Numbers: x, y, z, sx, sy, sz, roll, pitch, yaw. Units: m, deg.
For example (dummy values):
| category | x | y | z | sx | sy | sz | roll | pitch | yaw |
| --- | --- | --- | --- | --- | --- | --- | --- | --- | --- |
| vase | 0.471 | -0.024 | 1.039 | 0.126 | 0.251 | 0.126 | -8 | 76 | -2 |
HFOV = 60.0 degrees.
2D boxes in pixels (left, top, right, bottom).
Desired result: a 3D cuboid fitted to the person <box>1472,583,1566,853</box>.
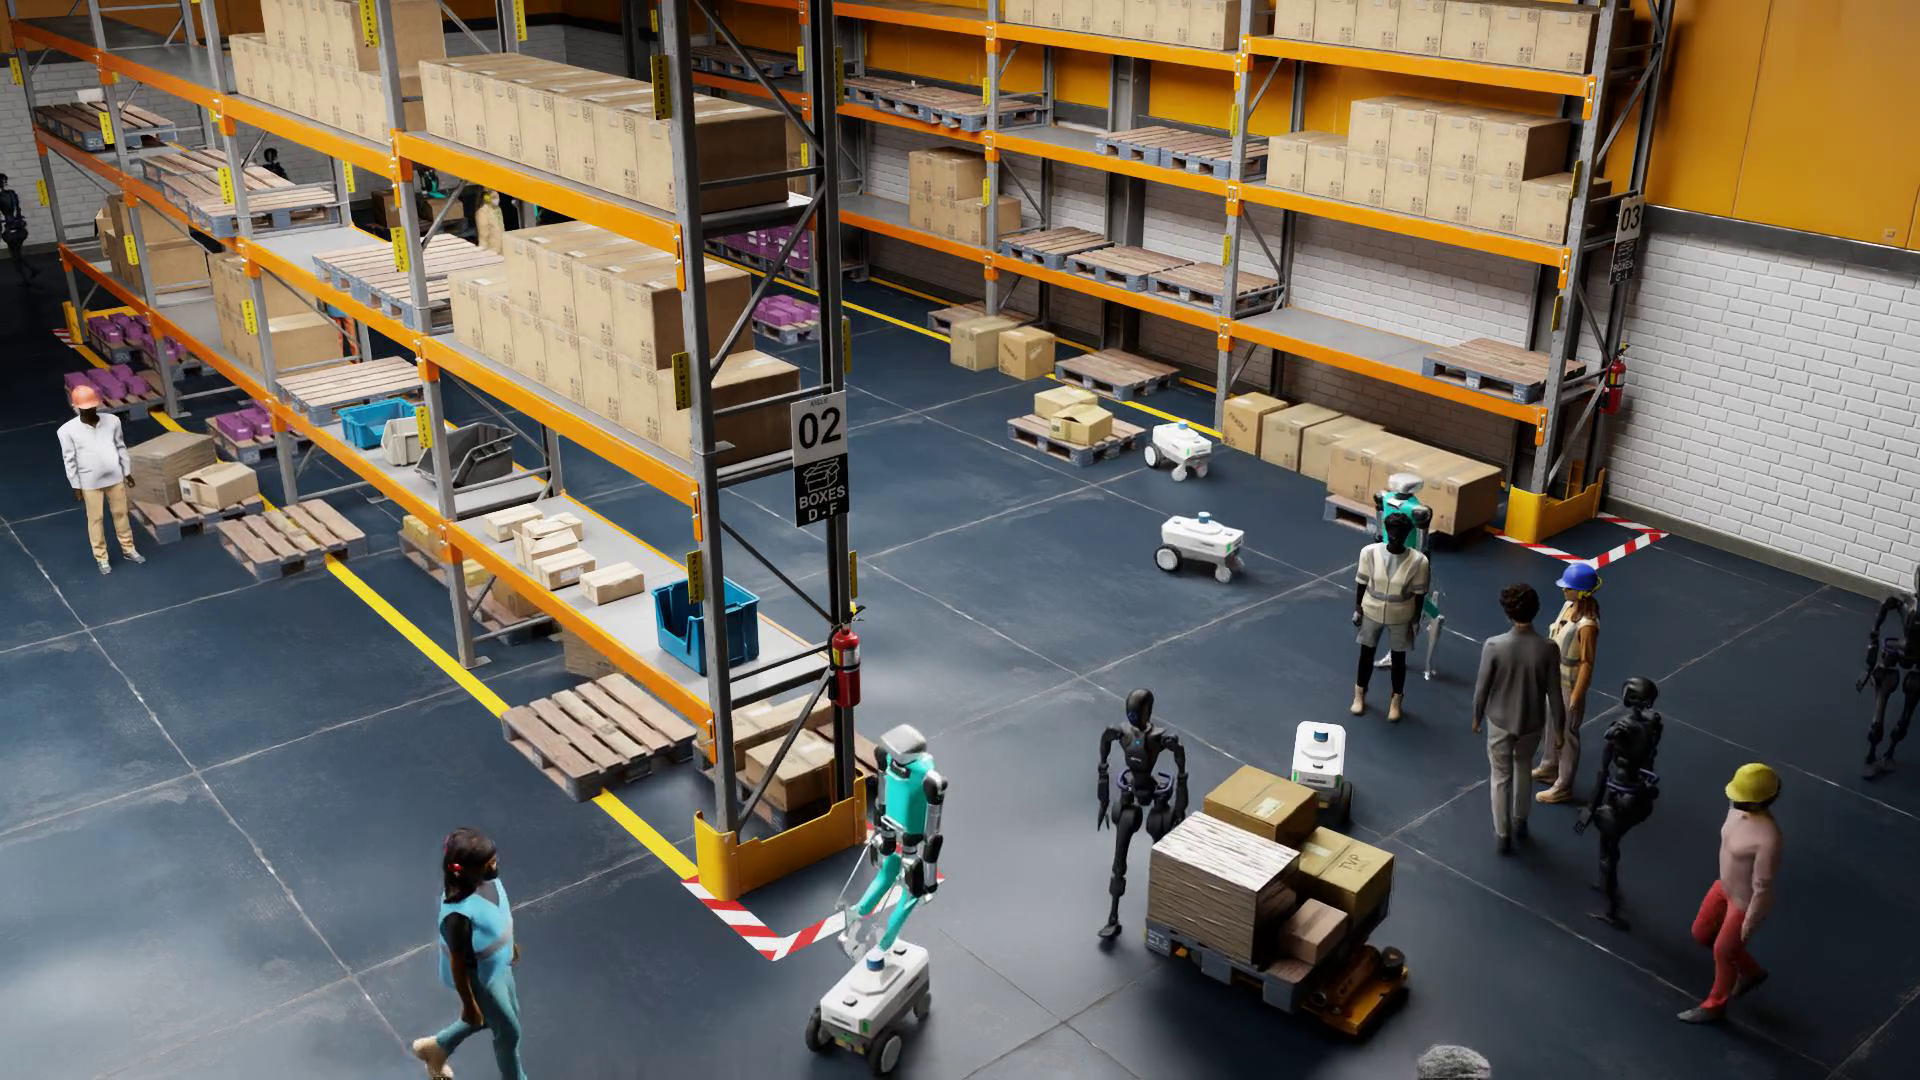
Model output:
| category | x | y | z | sx | sy | sz | roll | pitch | yaw |
| --- | --- | --- | --- | --- | --- | --- | --- | --- | --- |
| person | 3.674 | 1.151 | 10.955 | 0.597 | 1.871 | 0.582 | 4 | 24 | 10 |

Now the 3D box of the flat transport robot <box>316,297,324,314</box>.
| category | x | y | z | sx | sy | sz | roll | pitch | yaw |
| --- | --- | --- | --- | --- | --- | --- | --- | --- | --- |
| flat transport robot | -9.075 | -3.234 | 23.133 | 1.431 | 0.231 | 0.659 | 4 | 24 | 10 |

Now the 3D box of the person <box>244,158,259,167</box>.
| category | x | y | z | sx | sy | sz | roll | pitch | yaw |
| --- | --- | --- | --- | --- | --- | --- | --- | --- | --- |
| person | -10.325 | -4.660 | 24.401 | 0.648 | 1.882 | 0.716 | 12 | 26 | 25 |

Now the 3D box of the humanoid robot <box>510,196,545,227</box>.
| category | x | y | z | sx | sy | sz | roll | pitch | yaw |
| --- | --- | --- | --- | --- | --- | --- | --- | --- | --- |
| humanoid robot | -6.749 | -5.410 | 26.381 | 0.953 | 1.801 | 0.595 | 21 | 31 | 40 |

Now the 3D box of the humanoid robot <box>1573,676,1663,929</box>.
| category | x | y | z | sx | sy | sz | roll | pitch | yaw |
| --- | --- | --- | --- | --- | --- | --- | --- | --- | --- |
| humanoid robot | 4.032 | 1.584 | 10.206 | 0.590 | 1.652 | 0.477 | -15 | 28 | -32 |

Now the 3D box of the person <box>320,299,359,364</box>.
| category | x | y | z | sx | sy | sz | roll | pitch | yaw |
| --- | --- | --- | --- | --- | --- | --- | --- | --- | --- |
| person | -7.476 | -2.756 | 20.137 | 0.492 | 1.766 | 0.323 | 2 | 23 | 3 |

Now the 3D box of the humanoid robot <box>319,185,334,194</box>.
| category | x | y | z | sx | sy | sz | roll | pitch | yaw |
| --- | --- | --- | --- | --- | --- | --- | --- | --- | --- |
| humanoid robot | -8.997 | -4.061 | 23.265 | 0.807 | 1.828 | 0.532 | -7 | 24 | -16 |

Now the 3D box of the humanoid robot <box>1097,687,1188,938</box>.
| category | x | y | z | sx | sy | sz | roll | pitch | yaw |
| --- | --- | --- | --- | --- | --- | --- | --- | --- | --- |
| humanoid robot | 1.134 | 1.628 | 10.177 | 0.608 | 1.624 | 0.835 | 8 | 25 | 19 |

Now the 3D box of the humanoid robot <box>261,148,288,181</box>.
| category | x | y | z | sx | sy | sz | roll | pitch | yaw |
| --- | --- | --- | --- | --- | --- | --- | --- | --- | --- |
| humanoid robot | -10.781 | -5.367 | 26.293 | 0.599 | 1.641 | 0.397 | 11 | 26 | 24 |

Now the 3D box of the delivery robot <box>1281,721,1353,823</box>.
| category | x | y | z | sx | sy | sz | roll | pitch | yaw |
| --- | --- | --- | --- | --- | --- | --- | --- | --- | --- |
| delivery robot | 2.500 | 1.577 | 11.613 | 0.499 | 0.581 | 0.774 | 6 | 24 | 13 |

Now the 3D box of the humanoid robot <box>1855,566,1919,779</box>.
| category | x | y | z | sx | sy | sz | roll | pitch | yaw |
| --- | --- | --- | --- | --- | --- | --- | --- | --- | --- |
| humanoid robot | 6.687 | 0.925 | 11.740 | 0.586 | 1.642 | 0.533 | 8 | 25 | 18 |

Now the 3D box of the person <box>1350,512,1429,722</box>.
| category | x | y | z | sx | sy | sz | roll | pitch | yaw |
| --- | --- | --- | --- | --- | --- | --- | --- | --- | --- |
| person | 3.224 | 0.565 | 12.539 | 0.533 | 1.693 | 0.320 | 10 | 25 | 22 |

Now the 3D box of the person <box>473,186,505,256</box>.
| category | x | y | z | sx | sy | sz | roll | pitch | yaw |
| --- | --- | --- | --- | --- | --- | --- | --- | --- | --- |
| person | -6.411 | -3.936 | 22.782 | 0.540 | 1.881 | 0.580 | 5 | 24 | 11 |

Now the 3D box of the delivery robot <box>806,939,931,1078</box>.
| category | x | y | z | sx | sy | sz | roll | pitch | yaw |
| --- | --- | --- | --- | --- | --- | --- | --- | --- | --- |
| delivery robot | -0.474 | 2.570 | 9.321 | 0.499 | 0.587 | 0.789 | 13 | 27 | 27 |

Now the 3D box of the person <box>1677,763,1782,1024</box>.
| category | x | y | z | sx | sy | sz | roll | pitch | yaw |
| --- | --- | --- | --- | --- | --- | --- | --- | --- | --- |
| person | 4.339 | 1.970 | 9.228 | 0.493 | 1.735 | 0.555 | 0 | 23 | 1 |

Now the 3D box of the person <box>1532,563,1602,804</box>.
| category | x | y | z | sx | sy | sz | roll | pitch | yaw |
| --- | --- | --- | --- | --- | --- | --- | --- | --- | --- |
| person | 4.172 | 0.978 | 11.474 | 0.310 | 1.777 | 0.484 | -1 | 23 | -1 |

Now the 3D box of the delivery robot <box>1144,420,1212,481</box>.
| category | x | y | z | sx | sy | sz | roll | pitch | yaw |
| --- | --- | --- | --- | --- | --- | --- | --- | --- | --- |
| delivery robot | 2.308 | -0.966 | 17.544 | 0.525 | 0.614 | 0.786 | -11 | 26 | -24 |

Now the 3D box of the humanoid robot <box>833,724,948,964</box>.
| category | x | y | z | sx | sy | sz | roll | pitch | yaw |
| --- | --- | --- | --- | --- | --- | --- | --- | --- | --- |
| humanoid robot | -0.452 | 1.919 | 9.355 | 0.712 | 1.795 | 0.554 | -19 | 30 | -37 |

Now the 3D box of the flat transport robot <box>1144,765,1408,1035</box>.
| category | x | y | z | sx | sy | sz | roll | pitch | yaw |
| --- | --- | --- | --- | --- | --- | --- | --- | --- | --- |
| flat transport robot | 1.882 | 2.447 | 9.976 | 1.431 | 0.231 | 0.659 | 18 | 29 | 35 |

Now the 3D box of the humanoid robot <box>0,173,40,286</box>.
| category | x | y | z | sx | sy | sz | roll | pitch | yaw |
| --- | --- | --- | --- | --- | --- | --- | --- | --- | --- |
| humanoid robot | -13.911 | -4.552 | 24.412 | 0.365 | 1.649 | 0.602 | 3 | 24 | 7 |

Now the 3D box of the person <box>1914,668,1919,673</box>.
| category | x | y | z | sx | sy | sz | roll | pitch | yaw |
| --- | --- | --- | --- | --- | --- | --- | --- | --- | --- |
| person | 7.808 | 0.263 | 12.955 | 0.545 | 1.926 | 0.387 | 14 | 27 | 29 |

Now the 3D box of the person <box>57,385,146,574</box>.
| category | x | y | z | sx | sy | sz | roll | pitch | yaw |
| --- | --- | --- | --- | --- | --- | --- | --- | --- | --- |
| person | -7.785 | -0.568 | 15.086 | 0.328 | 1.751 | 0.565 | 18 | 29 | 36 |

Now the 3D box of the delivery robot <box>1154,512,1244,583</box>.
| category | x | y | z | sx | sy | sz | roll | pitch | yaw |
| --- | --- | --- | --- | --- | --- | --- | --- | --- | --- |
| delivery robot | 2.194 | 0.037 | 15.207 | 0.795 | 0.603 | 0.499 | 14 | 27 | 30 |

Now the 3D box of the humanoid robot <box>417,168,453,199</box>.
| category | x | y | z | sx | sy | sz | roll | pitch | yaw |
| --- | --- | --- | --- | --- | --- | --- | --- | --- | --- |
| humanoid robot | -8.581 | -5.823 | 27.283 | 0.903 | 1.775 | 0.541 | 2 | 23 | 4 |

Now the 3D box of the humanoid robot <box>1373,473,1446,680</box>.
| category | x | y | z | sx | sy | sz | roll | pitch | yaw |
| --- | --- | --- | --- | --- | --- | --- | --- | --- | --- |
| humanoid robot | 3.629 | 0.275 | 13.174 | 0.790 | 1.789 | 0.530 | -15 | 27 | -31 |

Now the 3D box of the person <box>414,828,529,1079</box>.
| category | x | y | z | sx | sy | sz | roll | pitch | yaw |
| --- | --- | --- | --- | --- | --- | --- | --- | --- | --- |
| person | -2.515 | 2.215 | 8.538 | 0.742 | 1.841 | 0.562 | 1 | 23 | 2 |

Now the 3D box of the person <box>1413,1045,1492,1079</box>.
| category | x | y | z | sx | sy | sz | roll | pitch | yaw |
| --- | --- | --- | --- | --- | --- | --- | --- | --- | --- |
| person | 2.038 | 2.886 | 7.178 | 0.462 | 1.677 | 0.351 | 3 | 24 | 8 |
